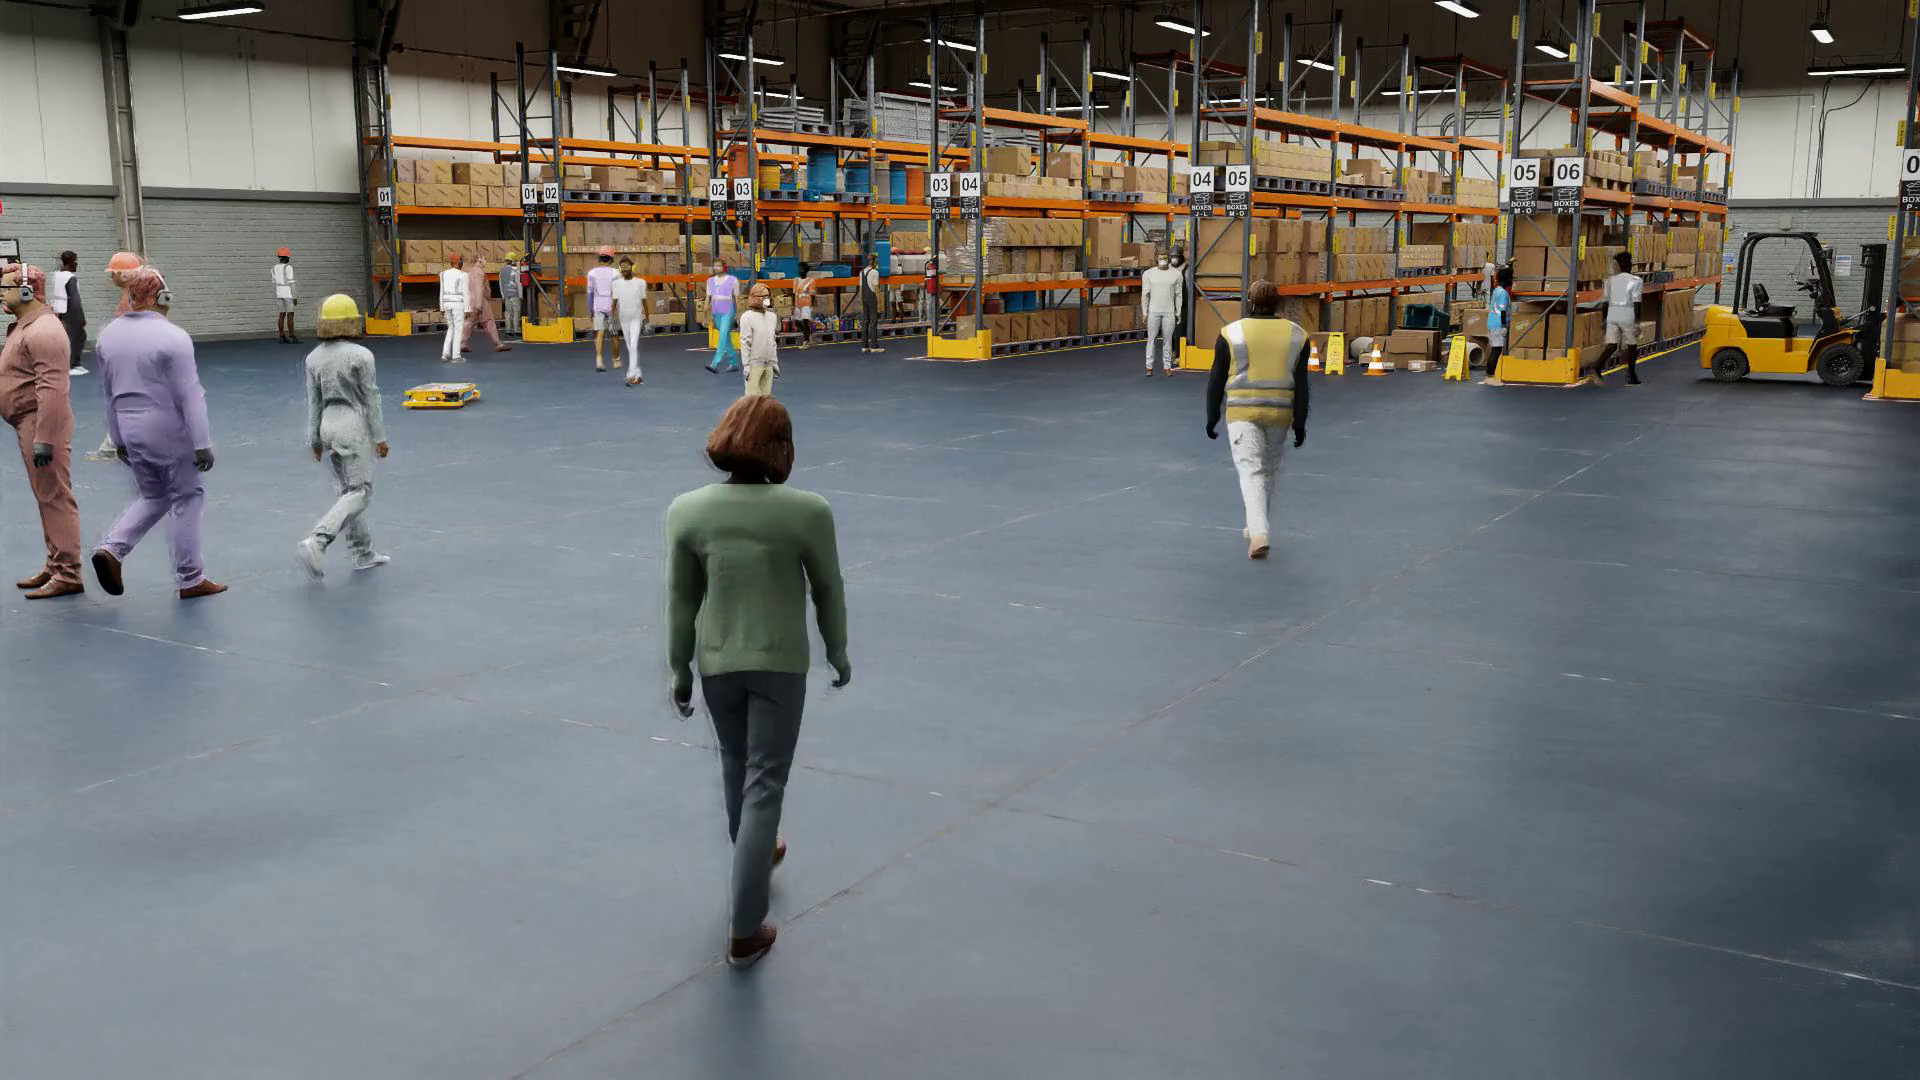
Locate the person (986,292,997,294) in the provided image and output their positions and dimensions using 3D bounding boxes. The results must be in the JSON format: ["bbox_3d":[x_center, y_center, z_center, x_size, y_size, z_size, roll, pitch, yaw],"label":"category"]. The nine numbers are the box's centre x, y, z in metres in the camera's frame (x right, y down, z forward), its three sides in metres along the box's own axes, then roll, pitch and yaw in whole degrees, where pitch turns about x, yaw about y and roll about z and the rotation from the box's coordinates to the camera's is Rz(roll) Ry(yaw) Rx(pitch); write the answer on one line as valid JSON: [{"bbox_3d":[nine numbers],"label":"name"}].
[{"bbox_3d":[0.913,-7.641,48.480,0.615,2.040,0.391,1,10,5],"label":"person"}]

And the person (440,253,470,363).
[{"bbox_3d":[-8.602,-3.943,28.316,0.597,1.861,0.434,4,11,22],"label":"person"}]

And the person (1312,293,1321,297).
[{"bbox_3d":[10.014,-7.267,46.579,0.433,1.982,0.622,-10,14,-44],"label":"person"}]

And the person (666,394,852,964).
[{"bbox_3d":[-0.568,0.367,4.904,0.497,1.593,0.809,3,10,15],"label":"person"}]

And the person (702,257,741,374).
[{"bbox_3d":[-3.759,-3.498,25.964,0.585,1.789,0.974,6,12,28],"label":"person"}]

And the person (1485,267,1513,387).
[{"bbox_3d":[7.643,-3.015,23.593,0.320,1.688,0.537,2,10,10],"label":"person"}]

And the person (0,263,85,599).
[{"bbox_3d":[-5.302,-0.623,9.551,0.407,1.910,0.640,-7,12,-33],"label":"person"}]

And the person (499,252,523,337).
[{"bbox_3d":[-9.672,-5.303,35.979,0.600,1.829,0.404,6,12,30],"label":"person"}]

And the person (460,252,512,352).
[{"bbox_3d":[-8.951,-4.424,30.993,0.989,1.857,0.663,-6,12,-32],"label":"person"}]

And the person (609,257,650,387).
[{"bbox_3d":[-4.707,-3.075,23.521,0.539,1.817,0.965,1,10,7],"label":"person"}]

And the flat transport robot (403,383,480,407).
[{"bbox_3d":[-6.504,-1.830,20.894,0.652,0.197,1.431,-1,10,-5],"label":"flat transport robot"}]

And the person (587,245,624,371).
[{"bbox_3d":[-5.634,-3.685,26.469,0.621,1.999,1.025,0,10,3],"label":"person"}]

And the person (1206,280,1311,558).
[{"bbox_3d":[1.956,-0.802,10.894,0.639,1.798,0.977,-1,10,-4],"label":"person"}]

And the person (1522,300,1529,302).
[{"bbox_3d":[14.311,-6.284,41.308,0.933,1.881,0.607,6,12,29],"label":"person"}]

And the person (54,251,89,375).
[{"bbox_3d":[-13.612,-3.484,25.587,0.563,1.898,0.637,-10,14,-44],"label":"person"}]

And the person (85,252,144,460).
[{"bbox_3d":[-7.688,-1.720,15.645,1.038,1.954,0.608,-1,10,-6],"label":"person"}]

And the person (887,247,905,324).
[{"bbox_3d":[-1.532,-5.983,39.502,0.376,1.934,0.546,-10,14,-44],"label":"person"}]

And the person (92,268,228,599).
[{"bbox_3d":[-4.547,-0.574,9.355,0.677,1.885,0.613,4,11,23],"label":"person"}]

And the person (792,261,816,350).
[{"bbox_3d":[-2.945,-4.471,31.719,0.543,1.681,0.476,7,12,34],"label":"person"}]

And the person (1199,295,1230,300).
[{"bbox_3d":[4.795,-4.524,31.415,0.555,1.903,0.865,4,11,21],"label":"person"}]

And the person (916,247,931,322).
[{"bbox_3d":[-0.842,-6.398,41.844,0.591,1.925,0.385,7,13,36],"label":"person"}]

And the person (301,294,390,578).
[{"bbox_3d":[-3.776,-0.630,10.110,0.485,1.720,0.730,5,11,24],"label":"person"}]

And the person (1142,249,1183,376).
[{"bbox_3d":[3.081,-3.459,25.352,0.628,1.939,0.375,0,10,1],"label":"person"}]

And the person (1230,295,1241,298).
[{"bbox_3d":[5.878,-5.209,35.471,0.571,1.840,1.000,7,12,33],"label":"person"}]

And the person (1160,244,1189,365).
[{"bbox_3d":[3.605,-3.947,27.795,0.695,2.000,0.542,5,11,26],"label":"person"}]

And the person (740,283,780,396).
[{"bbox_3d":[-1.955,-1.693,16.312,0.282,1.633,0.501,7,12,34],"label":"person"}]

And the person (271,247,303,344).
[{"bbox_3d":[-13.592,-4.924,33.555,0.542,1.939,0.361,5,11,24],"label":"person"}]

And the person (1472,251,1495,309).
[{"bbox_3d":[12.322,-5.886,39.176,0.510,1.860,0.334,2,10,13],"label":"person"}]

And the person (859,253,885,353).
[{"bbox_3d":[-1.647,-4.381,30.794,0.344,1.839,0.504,-10,14,-44],"label":"person"}]

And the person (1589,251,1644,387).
[{"bbox_3d":[9.314,-3.113,23.489,0.891,1.925,0.636,-7,12,-34],"label":"person"}]
